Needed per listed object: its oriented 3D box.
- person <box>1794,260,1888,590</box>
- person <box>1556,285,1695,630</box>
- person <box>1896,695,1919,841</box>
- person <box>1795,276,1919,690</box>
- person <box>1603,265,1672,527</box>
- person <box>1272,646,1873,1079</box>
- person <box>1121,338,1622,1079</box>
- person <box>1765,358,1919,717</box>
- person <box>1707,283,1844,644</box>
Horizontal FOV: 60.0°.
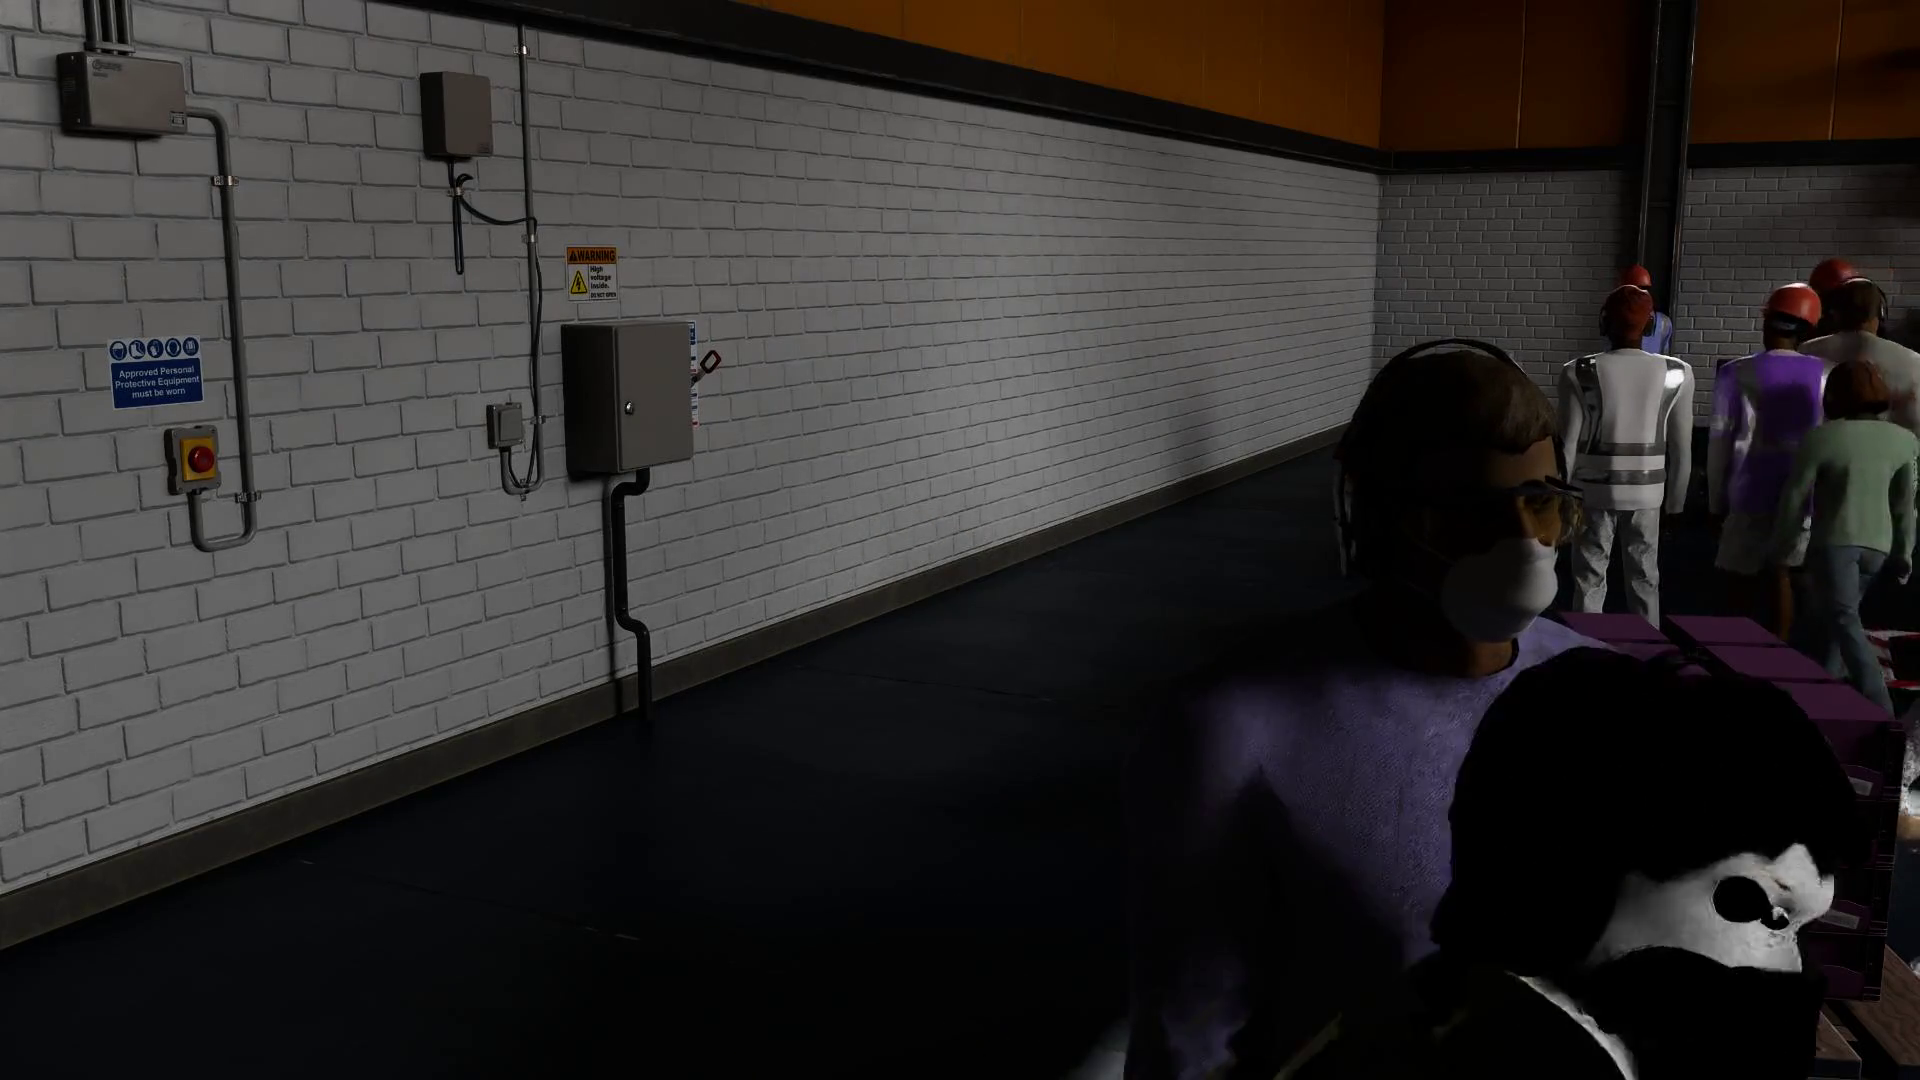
[{"bbox_3d":[5.130,-0.676,9.973,0.649,1.973,0.666,-4,11,-24],"label":"person"},{"bbox_3d":[2.885,-0.168,7.300,0.586,1.883,0.340,1,10,7],"label":"person"},{"bbox_3d":[3.559,0.168,5.695,0.949,1.782,0.635,2,10,9],"label":"person"},{"bbox_3d":[4.099,-0.231,7.593,0.785,1.904,0.655,-6,12,-32],"label":"person"},{"bbox_3d":[4.954,-1.058,12.308,0.547,1.934,0.376,-3,10,-16],"label":"person"},{"bbox_3d":[0.276,0.946,1.144,0.921,1.791,0.678,9,13,41],"label":"person"},{"bbox_3d":[0.466,0.760,1.767,0.627,1.940,0.376,-3,10,-18],"label":"person"},{"bbox_3d":[3.734,0.047,6.924,0.512,1.594,0.848,-1,10,-4],"label":"person"},{"bbox_3d":[3.591,-0.180,7.392,0.552,1.894,0.614,1,10,3],"label":"person"}]
